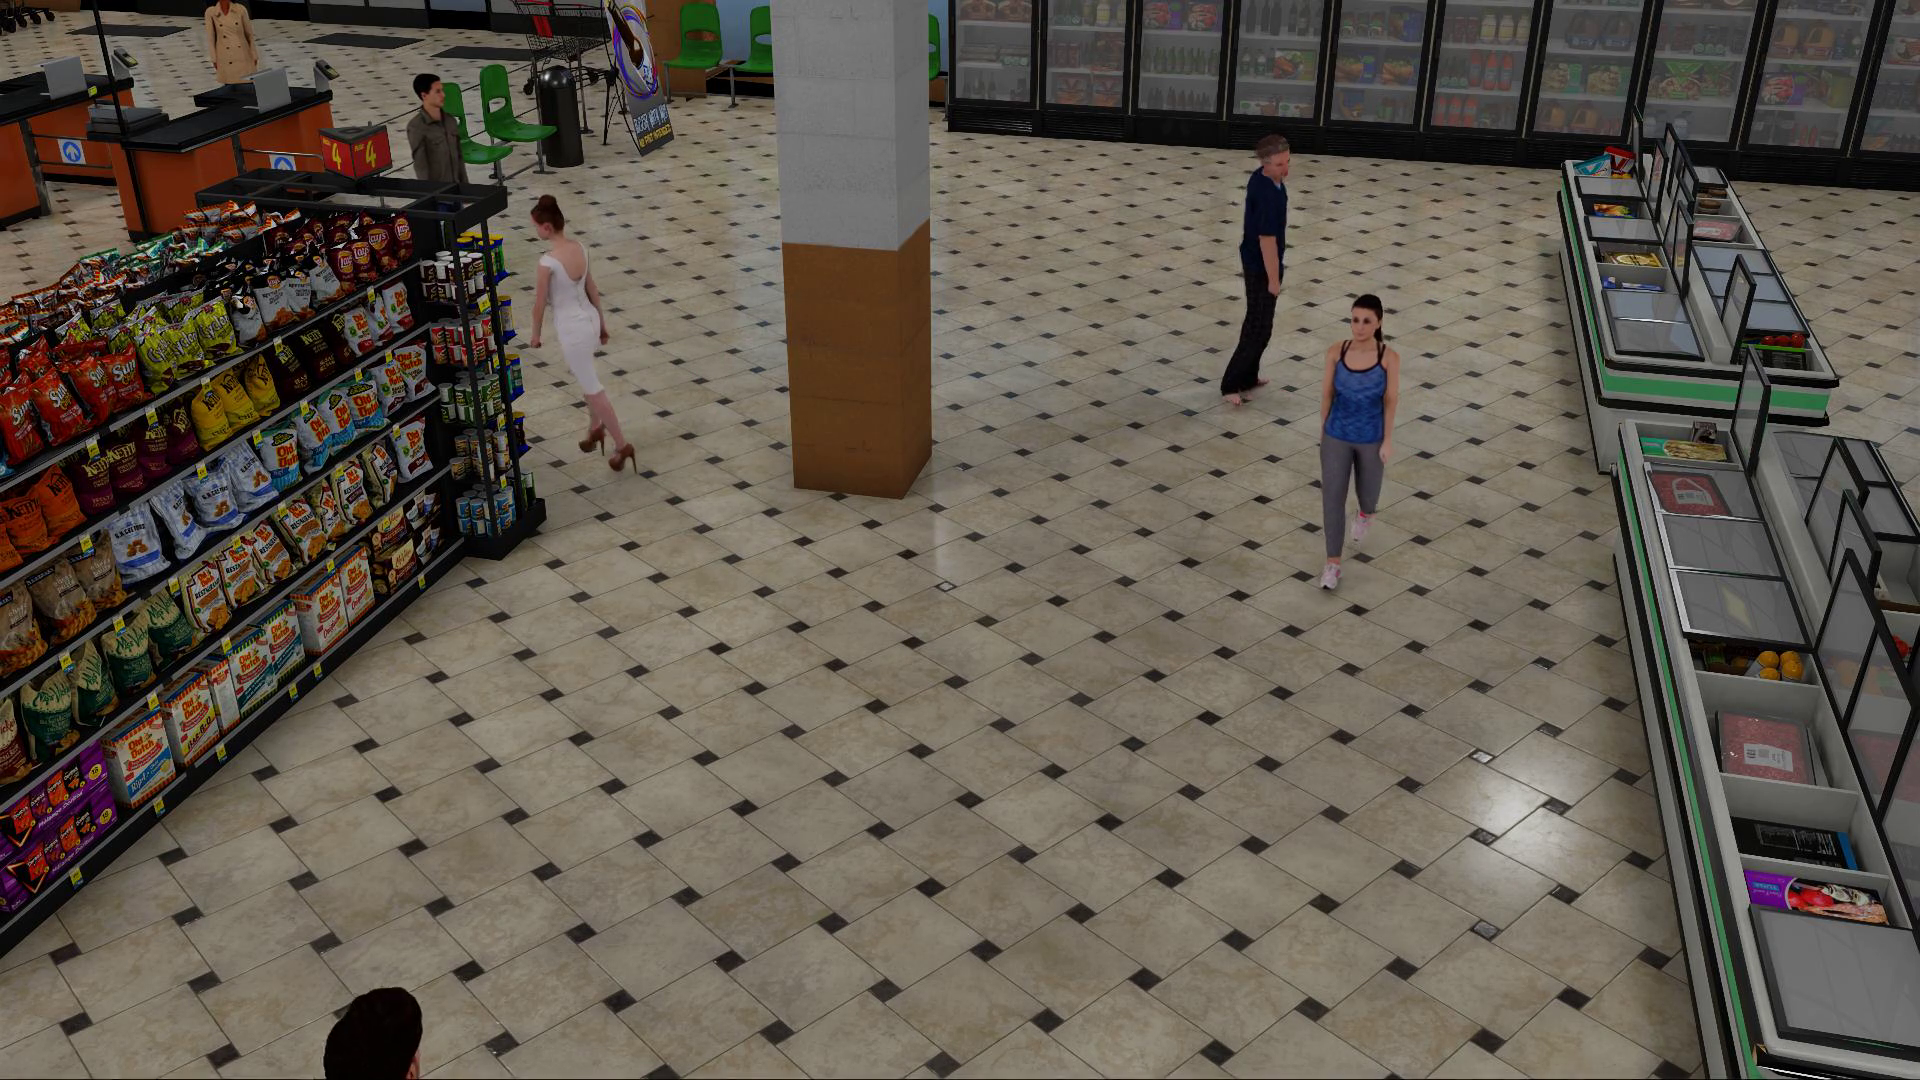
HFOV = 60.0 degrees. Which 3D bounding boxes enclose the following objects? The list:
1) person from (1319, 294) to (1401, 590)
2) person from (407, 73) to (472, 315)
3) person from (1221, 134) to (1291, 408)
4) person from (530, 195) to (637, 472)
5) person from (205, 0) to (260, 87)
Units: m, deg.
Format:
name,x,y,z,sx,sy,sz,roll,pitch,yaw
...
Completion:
name,x,y,z,sx,sy,sz,roll,pitch,yaw
person,2.145,-0.555,8.932,0.652,1.590,1.024,11,29,21
person,-3.982,-2.624,12.711,0.788,1.863,0.574,11,29,20
person,2.014,-1.840,11.186,0.873,1.845,0.596,-4,27,-8
person,-2.217,-1.164,9.946,0.777,1.760,0.771,16,31,29
person,-7.858,-5.217,18.025,0.717,1.681,0.735,-10,28,-18
